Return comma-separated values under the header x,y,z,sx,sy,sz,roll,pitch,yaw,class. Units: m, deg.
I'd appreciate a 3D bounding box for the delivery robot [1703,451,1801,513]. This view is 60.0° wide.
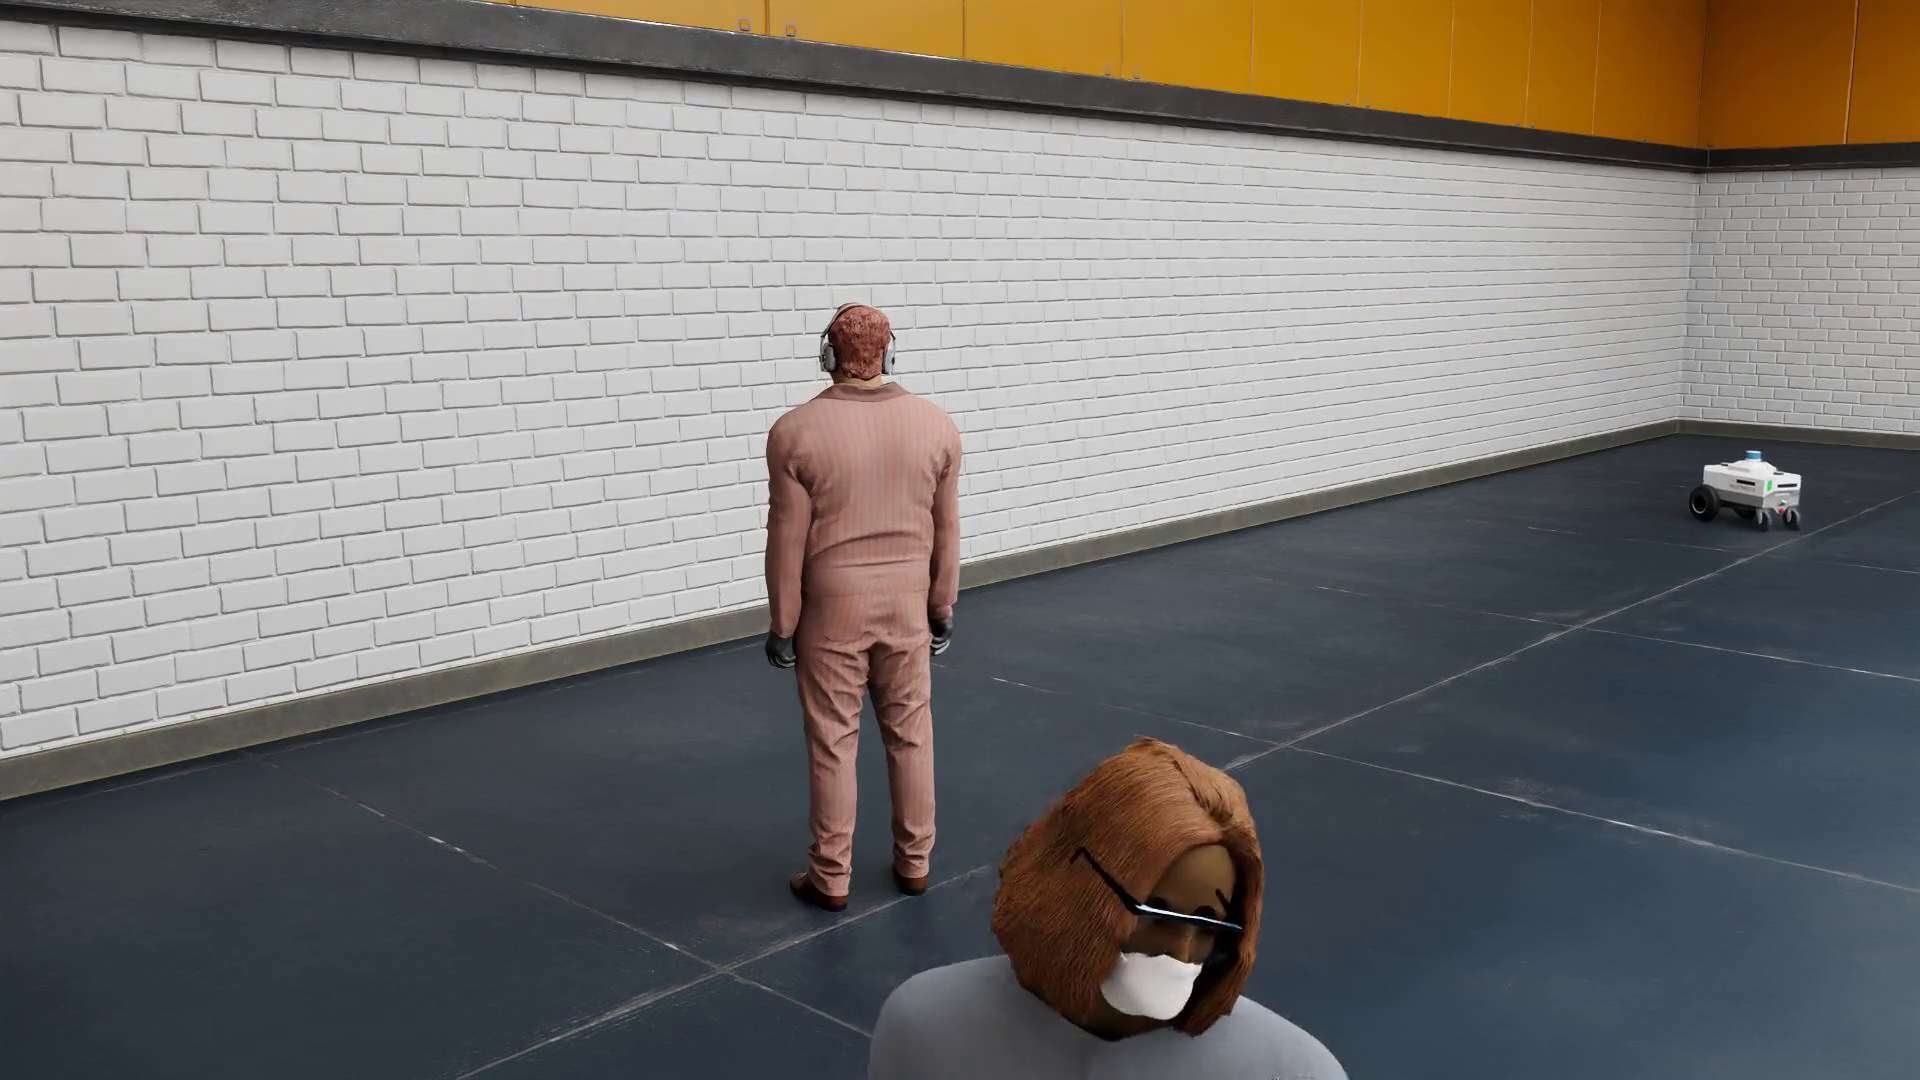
x,y,z,sx,sy,sz,roll,pitch,yaw,class
5.929,-0.425,12.462,0.477,0.478,0.707,-3,11,-18,delivery robot

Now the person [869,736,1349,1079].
x,y,z,sx,sy,sz,roll,pitch,yaw,class
0.127,0.974,1.762,0.539,1.611,0.361,2,10,12,person

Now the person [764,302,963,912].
x,y,z,sx,sy,sz,roll,pitch,yaw,class
-0.315,0.213,5.250,0.651,1.907,0.409,-5,11,-25,person
